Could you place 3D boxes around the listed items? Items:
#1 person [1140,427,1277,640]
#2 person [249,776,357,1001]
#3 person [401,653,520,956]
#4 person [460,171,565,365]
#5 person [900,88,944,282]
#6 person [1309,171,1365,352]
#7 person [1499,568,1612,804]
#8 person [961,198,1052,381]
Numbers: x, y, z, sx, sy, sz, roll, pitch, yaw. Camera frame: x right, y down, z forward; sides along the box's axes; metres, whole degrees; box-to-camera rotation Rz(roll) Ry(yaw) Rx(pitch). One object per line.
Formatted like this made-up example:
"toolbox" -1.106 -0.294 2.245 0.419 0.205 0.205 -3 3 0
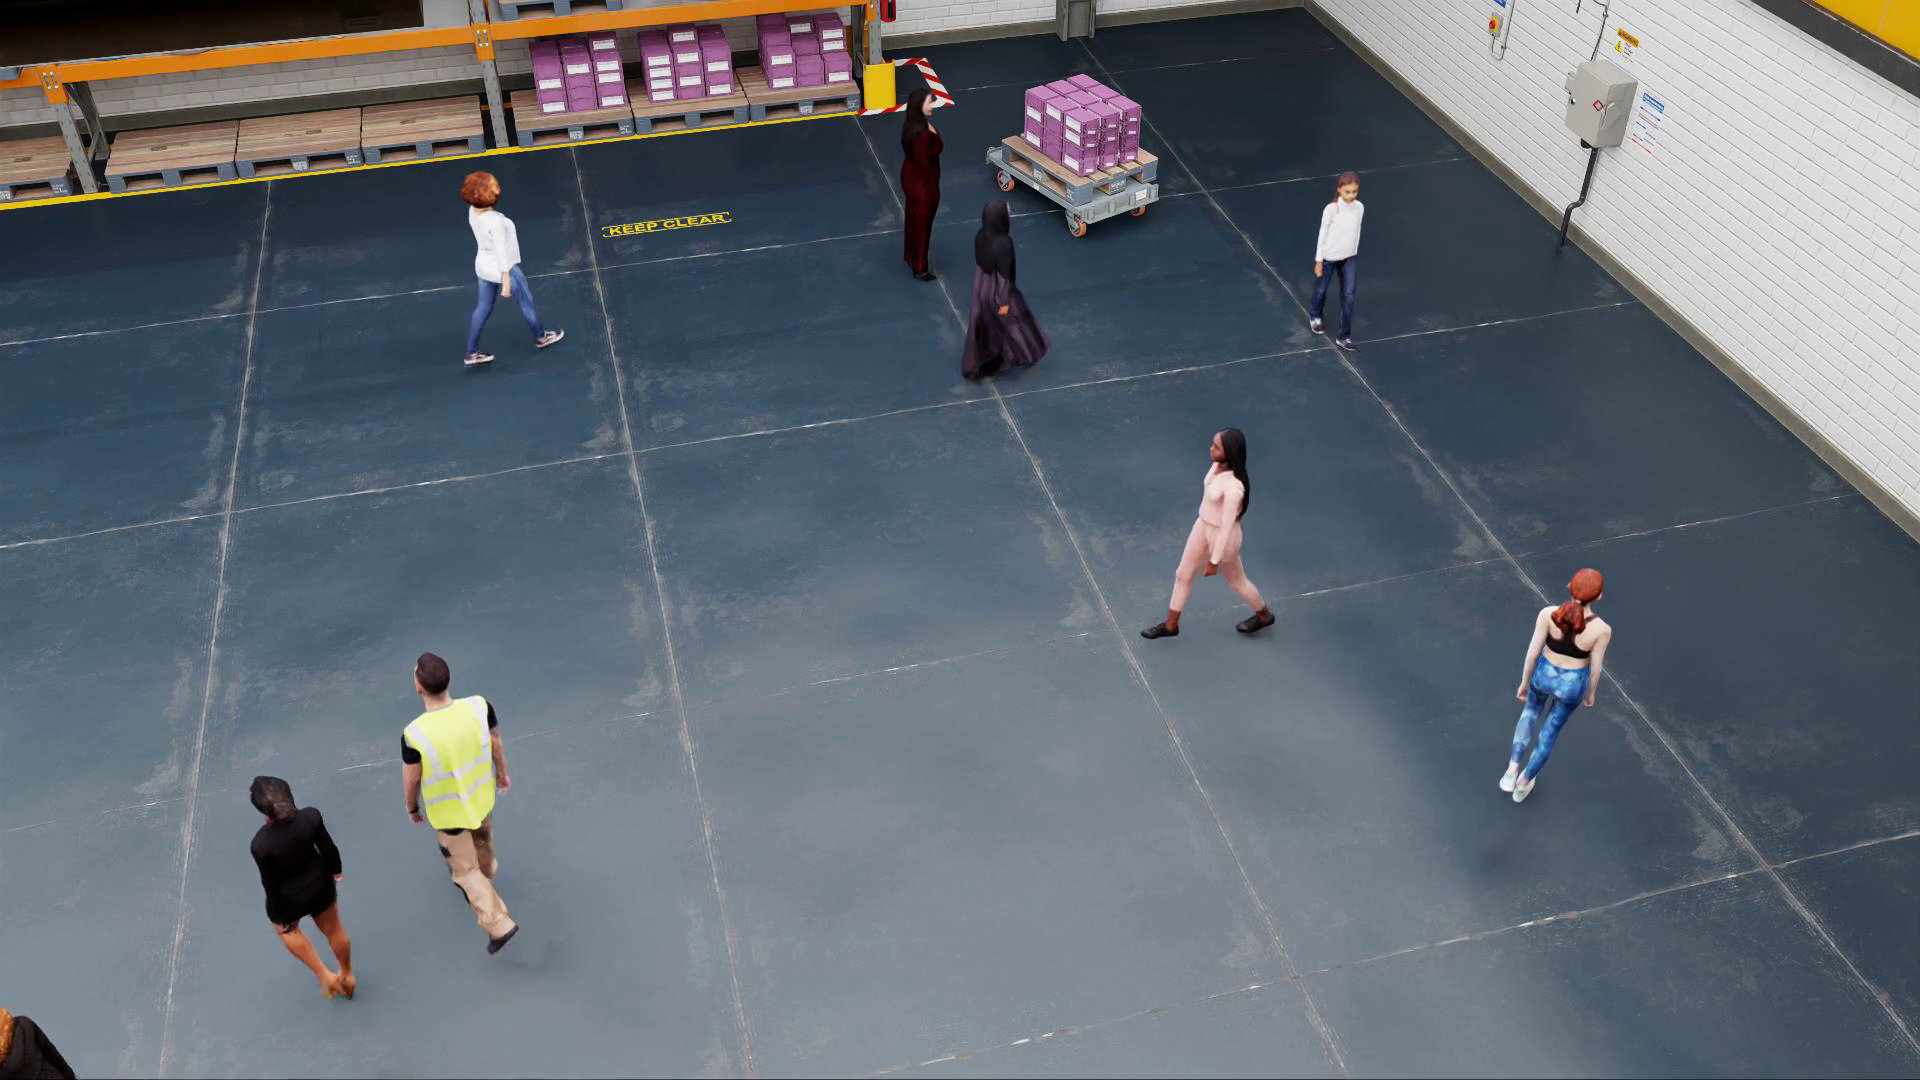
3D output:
"person" 1.776 0.008 10.839 1.175 1.678 0.712 -5 39 -7
"person" -3.331 1.864 8.553 0.780 1.630 0.705 29 47 31
"person" -2.656 1.429 8.945 1.132 1.821 1.166 27 46 30
"person" -3.870 -2.184 13.585 1.213 1.677 1.009 -32 48 -33
"person" -0.365 -3.162 14.745 0.608 1.757 0.664 -7 39 -9
"person" 3.147 -2.423 14.000 0.854 1.532 0.692 -5 39 -6
"person" 3.426 0.913 9.628 0.748 1.775 0.813 22 44 25
"person" 0.216 -2.000 13.411 1.125 1.606 0.827 -21 43 -25
